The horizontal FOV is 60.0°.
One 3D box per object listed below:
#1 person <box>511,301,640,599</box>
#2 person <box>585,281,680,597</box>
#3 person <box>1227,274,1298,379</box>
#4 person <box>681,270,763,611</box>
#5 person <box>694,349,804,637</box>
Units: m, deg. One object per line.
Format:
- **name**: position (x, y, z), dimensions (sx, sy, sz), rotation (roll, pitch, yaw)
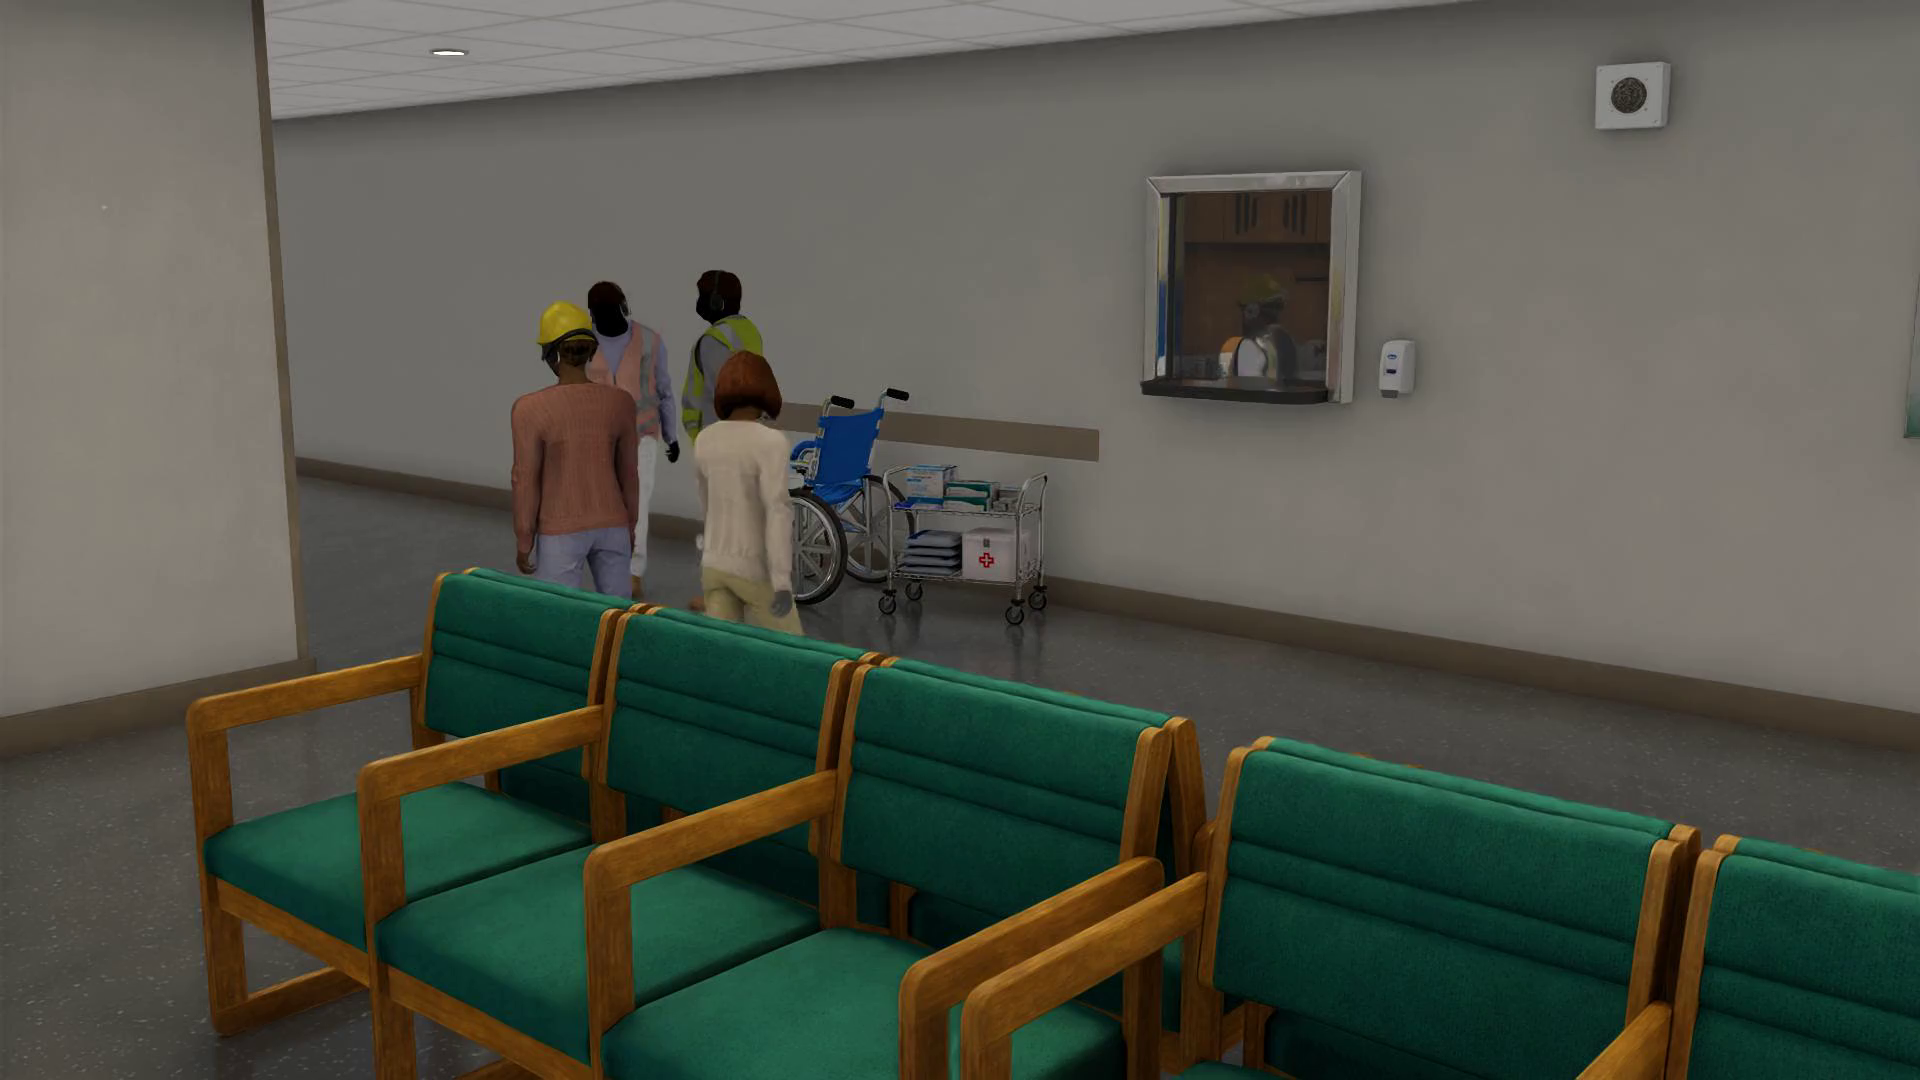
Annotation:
- **person**: position (-1.478, -0.032, 6.415), dimensions (0.522, 1.758, 0.349), rotation (-8, 13, -39)
- **person**: position (-1.960, -0.593, 9.565), dimensions (0.680, 1.780, 0.971), rotation (-2, 10, -10)
- **person**: position (1.642, -0.574, 9.313), dimensions (0.583, 1.814, 0.622), rotation (6, 12, 33)
- **person**: position (-1.294, -0.538, 9.046), dimensions (0.429, 1.844, 0.627), rotation (2, 10, 9)
- **person**: position (-0.693, 0.115, 6.027), dimensions (0.547, 1.593, 0.804), rotation (8, 13, 40)
